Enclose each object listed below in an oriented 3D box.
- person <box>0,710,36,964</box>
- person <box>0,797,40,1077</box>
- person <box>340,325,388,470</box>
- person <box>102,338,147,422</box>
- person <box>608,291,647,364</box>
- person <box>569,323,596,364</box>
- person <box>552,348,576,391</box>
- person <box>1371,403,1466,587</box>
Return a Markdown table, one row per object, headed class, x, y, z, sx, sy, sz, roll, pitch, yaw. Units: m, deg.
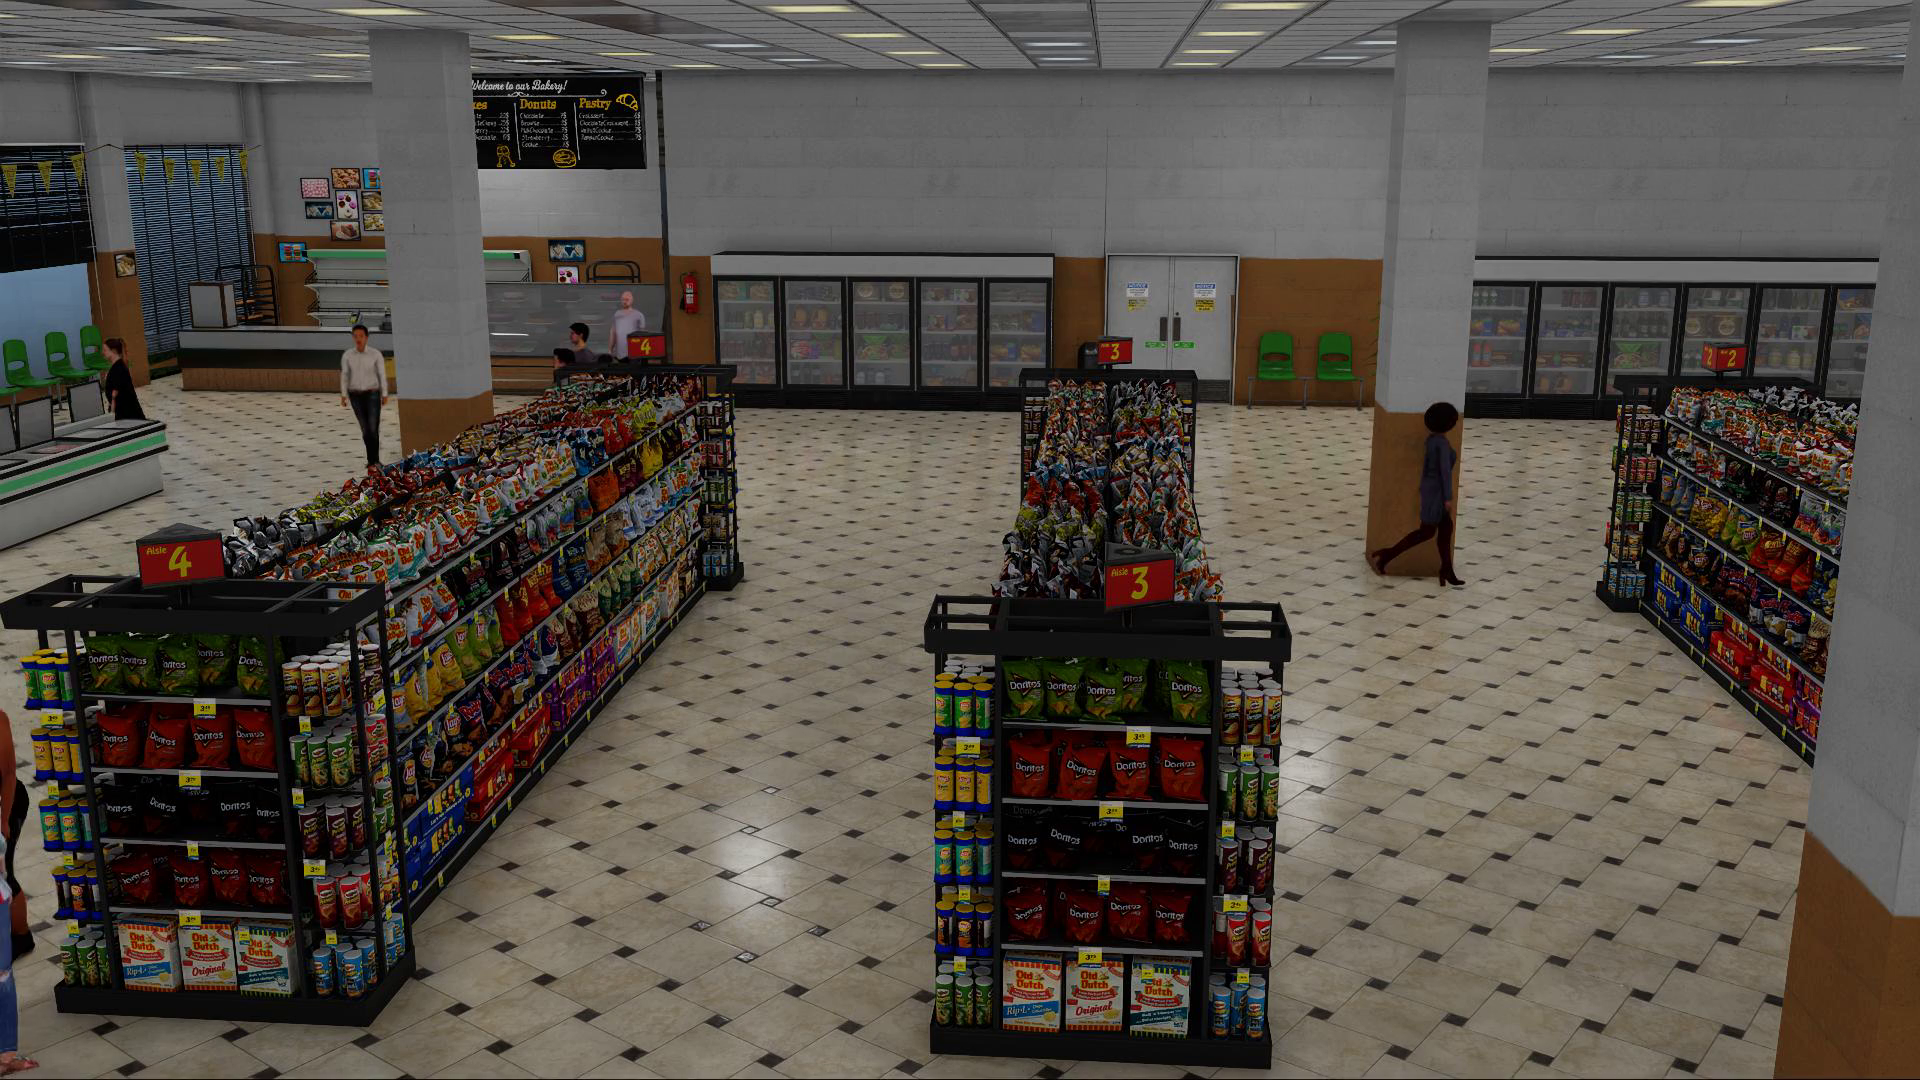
| class | x | y | z | sx | sy | sz | roll | pitch | yaw |
| --- | --- | --- | --- | --- | --- | --- | --- | --- | --- |
| person | -4.728 | 1.298 | 8.194 | 0.677 | 1.649 | 0.636 | 5 | 14 | 19 |
| person | -4.424 | 1.552 | 7.305 | 1.036 | 1.574 | 1.034 | 13 | 19 | 43 |
| person | -7.295 | -1.740 | 20.455 | 0.783 | 1.773 | 1.091 | -1 | 14 | -4 |
| person | -10.000 | -1.589 | 20.108 | 0.964 | 1.644 | 1.090 | -4 | 14 | -17 |
| person | -4.833 | -2.755 | 24.547 | 0.783 | 1.818 | 0.774 | 6 | 15 | 24 |
| person | -4.548 | -1.708 | 20.154 | 0.806 | 1.853 | 0.691 | -7 | 16 | -28 |
| person | -4.040 | -1.069 | 17.479 | 0.769 | 1.873 | 0.719 | 0 | 14 | 0 |
| person | 4.198 | -0.373 | 15.020 | 0.675 | 1.680 | 1.022 | 1 | 14 | 3 |
